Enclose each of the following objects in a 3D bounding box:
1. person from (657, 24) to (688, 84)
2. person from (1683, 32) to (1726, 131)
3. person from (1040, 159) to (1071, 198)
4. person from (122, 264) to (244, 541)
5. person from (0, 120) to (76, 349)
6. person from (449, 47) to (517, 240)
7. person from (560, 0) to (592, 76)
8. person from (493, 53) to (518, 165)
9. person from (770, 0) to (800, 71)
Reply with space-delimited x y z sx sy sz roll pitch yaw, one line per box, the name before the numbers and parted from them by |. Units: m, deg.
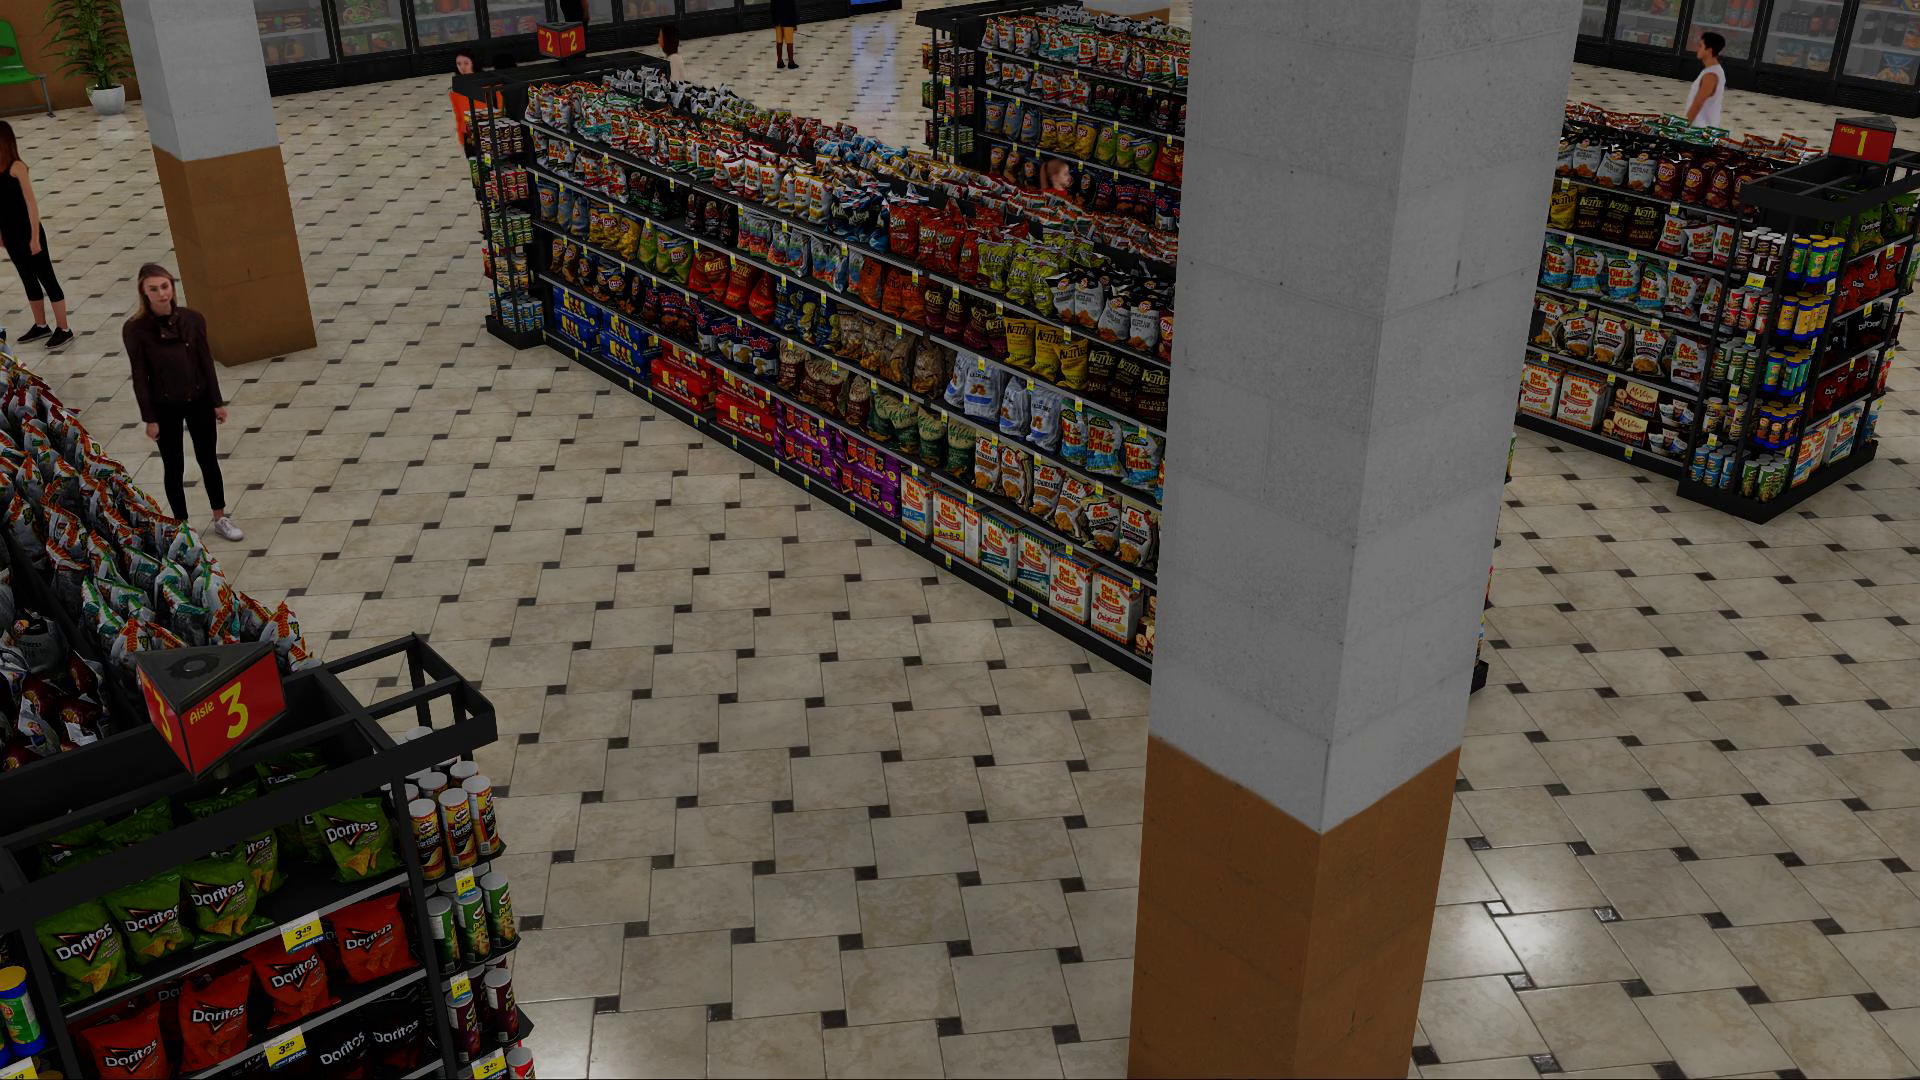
person | -2.705 -4.234 16.472 1.065 1.645 1.079 -2 27 -4
person | 6.929 -3.742 15.390 1.222 1.746 0.973 12 29 23
person | 0.758 -2.395 13.249 0.622 1.280 0.583 8 28 16
person | -4.482 -0.765 9.567 0.604 1.704 0.493 -22 34 -36
person | -7.106 -2.331 12.629 0.581 1.726 0.703 13 29 23
person | -4.327 -3.640 15.205 0.892 1.731 0.957 1 27 1
person | -4.961 -6.823 21.384 0.727 1.819 0.495 -22 34 -37
person | -4.053 -3.651 15.337 0.787 1.630 0.746 4 27 9
person | -2.356 -6.948 22.236 0.590 1.271 0.669 9 28 17
